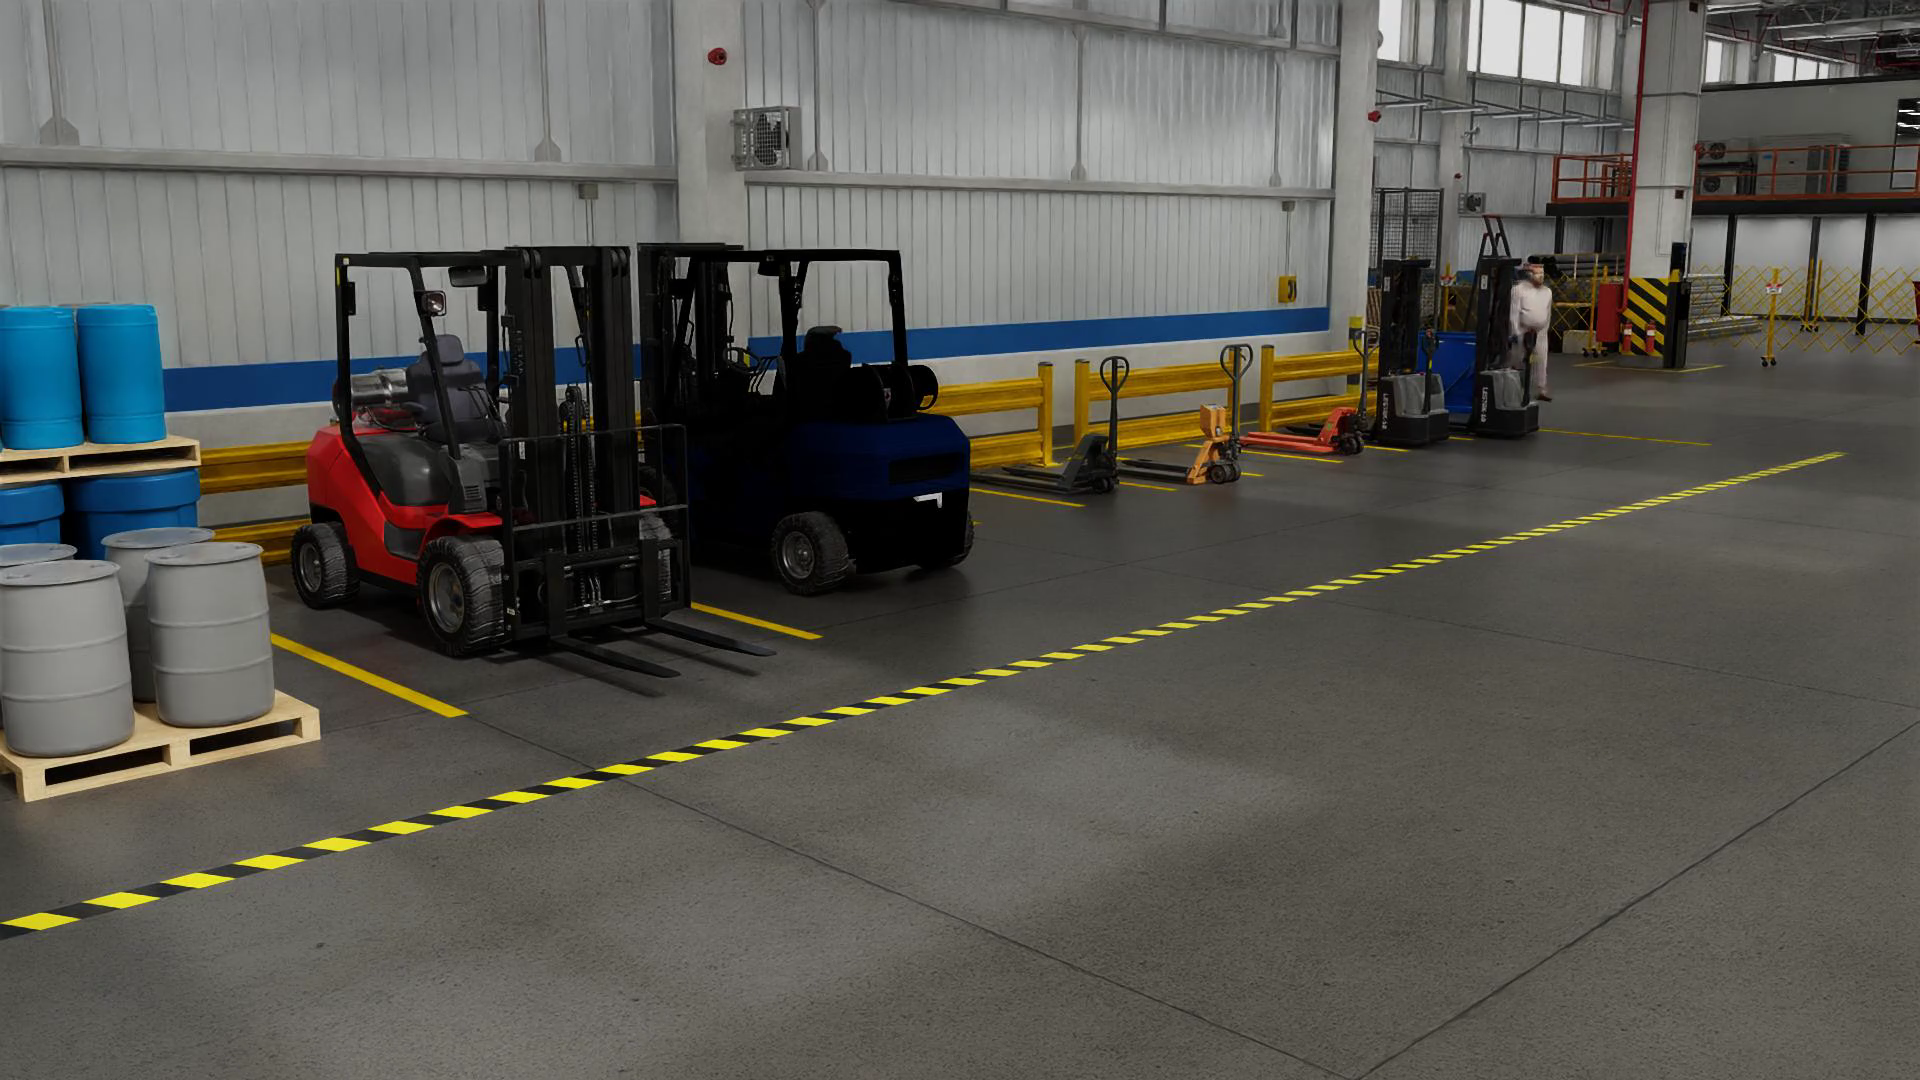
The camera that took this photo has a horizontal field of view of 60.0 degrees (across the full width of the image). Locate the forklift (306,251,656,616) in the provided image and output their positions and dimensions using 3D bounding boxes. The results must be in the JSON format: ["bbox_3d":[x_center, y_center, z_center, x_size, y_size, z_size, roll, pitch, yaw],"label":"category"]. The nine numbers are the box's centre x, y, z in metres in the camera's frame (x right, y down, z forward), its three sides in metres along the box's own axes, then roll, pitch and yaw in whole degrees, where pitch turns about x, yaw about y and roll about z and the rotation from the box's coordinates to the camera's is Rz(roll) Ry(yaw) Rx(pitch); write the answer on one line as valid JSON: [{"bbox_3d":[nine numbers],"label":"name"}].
[{"bbox_3d":[-2.833,-0.669,9.694,1.157,1.987,2.680,-10,14,-44],"label":"forklift"}]

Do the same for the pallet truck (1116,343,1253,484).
[{"bbox_3d":[1.962,-1.215,15.415,1.522,1.261,0.704,10,14,43],"label":"pallet truck"}]

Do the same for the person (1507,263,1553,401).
[{"bbox_3d":[7.804,-2.864,22.844,0.640,1.867,0.950,-1,10,-7],"label":"person"}]

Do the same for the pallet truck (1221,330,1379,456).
[{"bbox_3d":[3.563,-1.581,17.381,0.653,1.274,1.630,-10,14,-44],"label":"pallet truck"}]

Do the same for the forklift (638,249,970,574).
[{"bbox_3d":[-1.173,-0.958,11.239,2.680,1.987,1.157,10,14,43],"label":"forklift"}]

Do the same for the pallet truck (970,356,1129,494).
[{"bbox_3d":[0.784,-1.085,14.876,0.680,1.201,1.601,-10,14,-44],"label":"pallet truck"}]

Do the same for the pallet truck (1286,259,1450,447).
[{"bbox_3d":[4.493,-2.078,18.196,0.823,1.965,1.885,-9,14,-40],"label":"pallet truck"}]

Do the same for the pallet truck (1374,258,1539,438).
[{"bbox_3d":[5.704,-2.208,18.901,1.885,1.965,0.823,10,14,43],"label":"pallet truck"}]
